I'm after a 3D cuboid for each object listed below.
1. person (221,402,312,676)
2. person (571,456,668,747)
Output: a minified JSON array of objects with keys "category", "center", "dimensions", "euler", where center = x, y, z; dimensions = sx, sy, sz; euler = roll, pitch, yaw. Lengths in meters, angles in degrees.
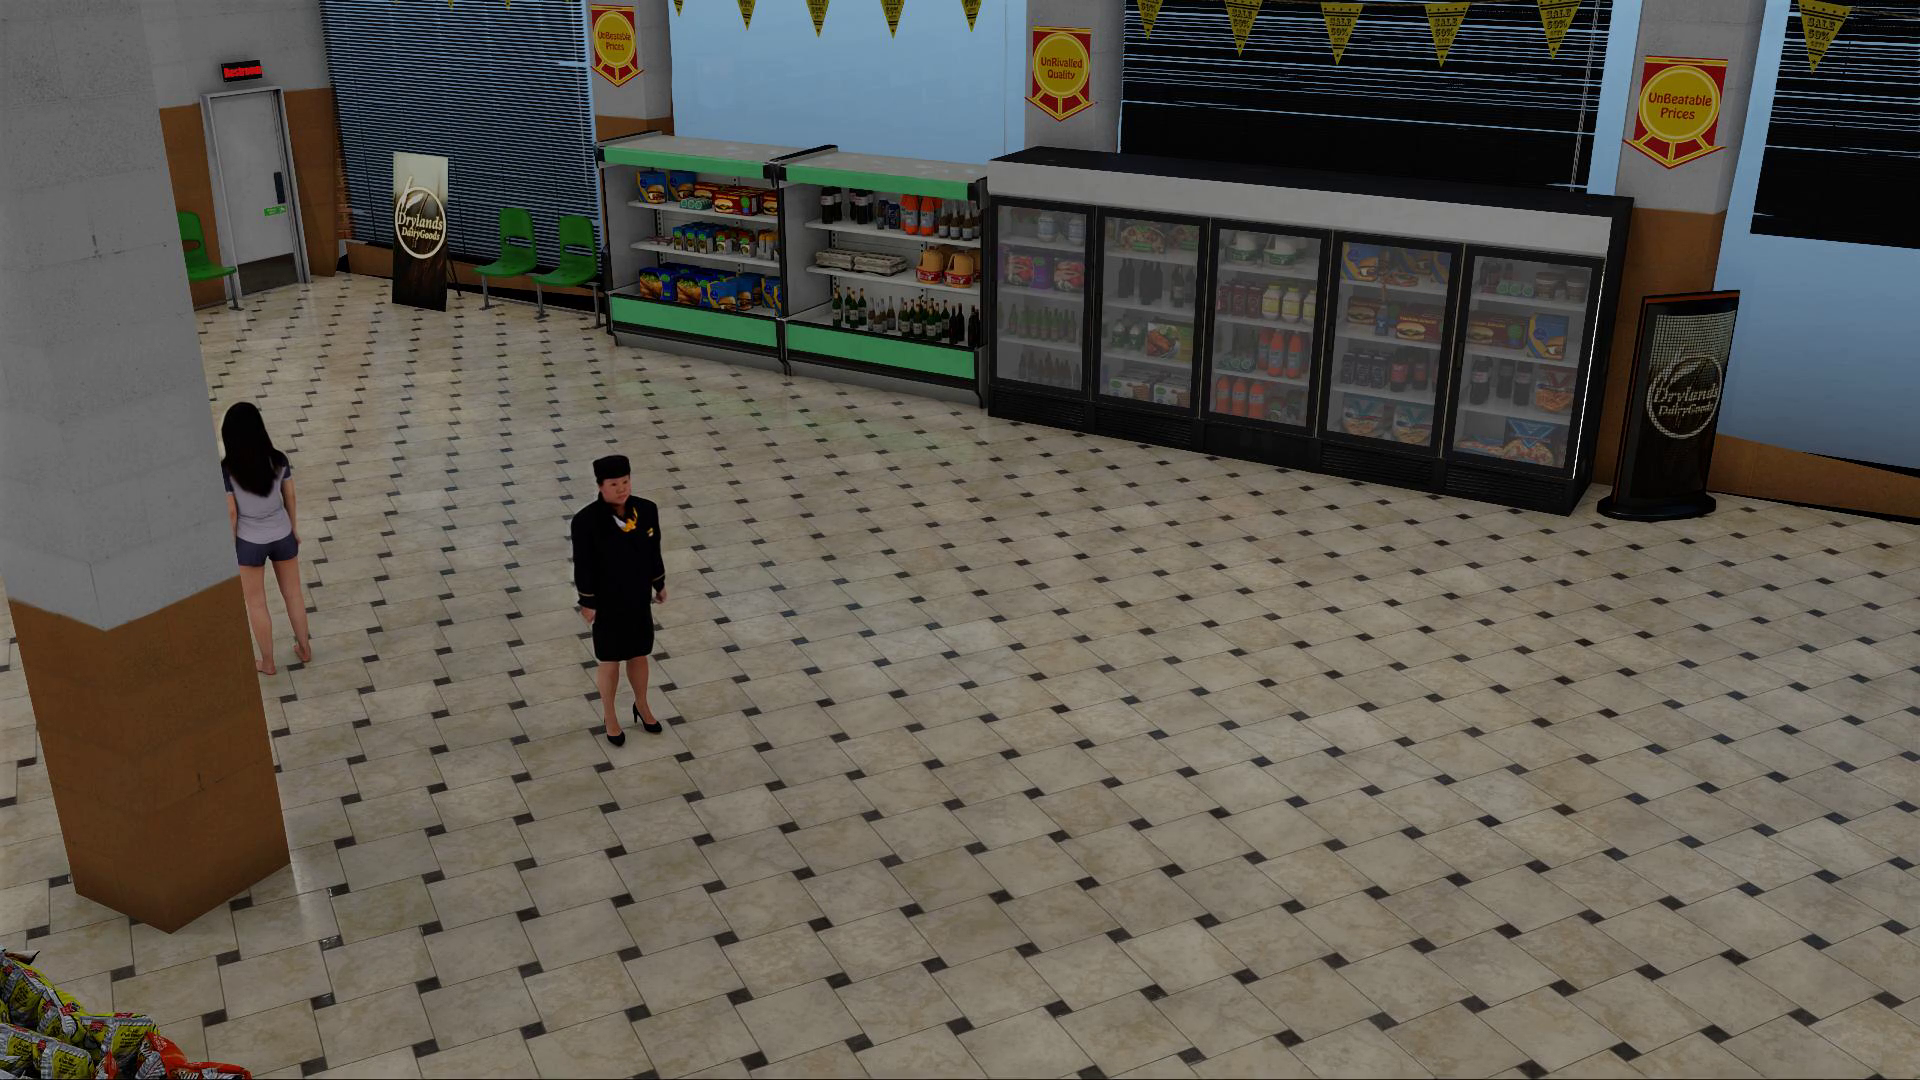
[{"category":"person","center":[-4.220,-0.015,10.060],"dimensions":[0.608,1.706,0.646],"euler":[20,29,40]},{"category":"person","center":[-1.881,0.324,9.263],"dimensions":[0.785,1.671,0.776],"euler":[-15,26,-33]}]
